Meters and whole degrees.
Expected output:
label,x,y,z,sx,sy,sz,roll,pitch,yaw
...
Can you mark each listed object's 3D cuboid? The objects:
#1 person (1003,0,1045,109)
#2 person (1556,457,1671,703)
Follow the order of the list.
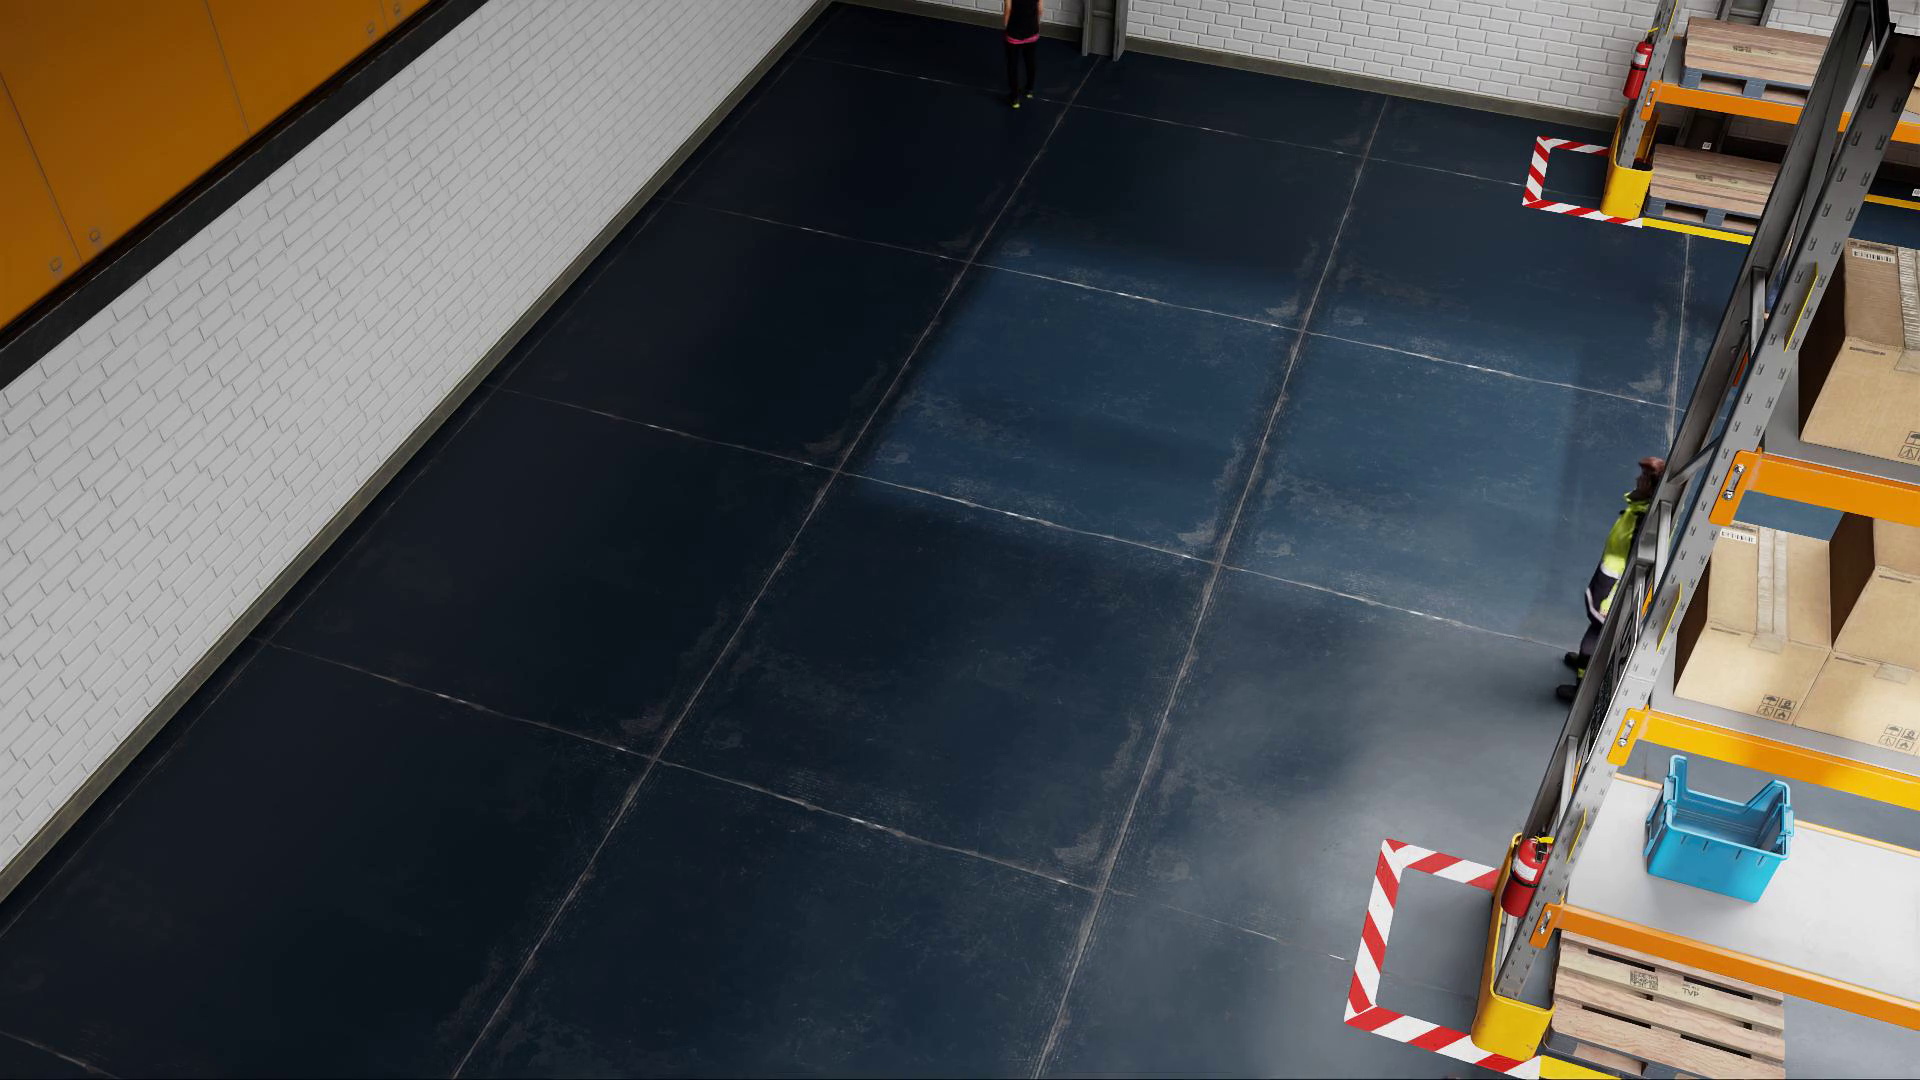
label,x,y,z,sx,sy,sz,roll,pitch,yaw
person,0.609,-5.011,16.361,0.710,1.532,0.768,-19,47,-19
person,4.215,0.267,10.496,0.642,1.981,0.773,19,47,18
